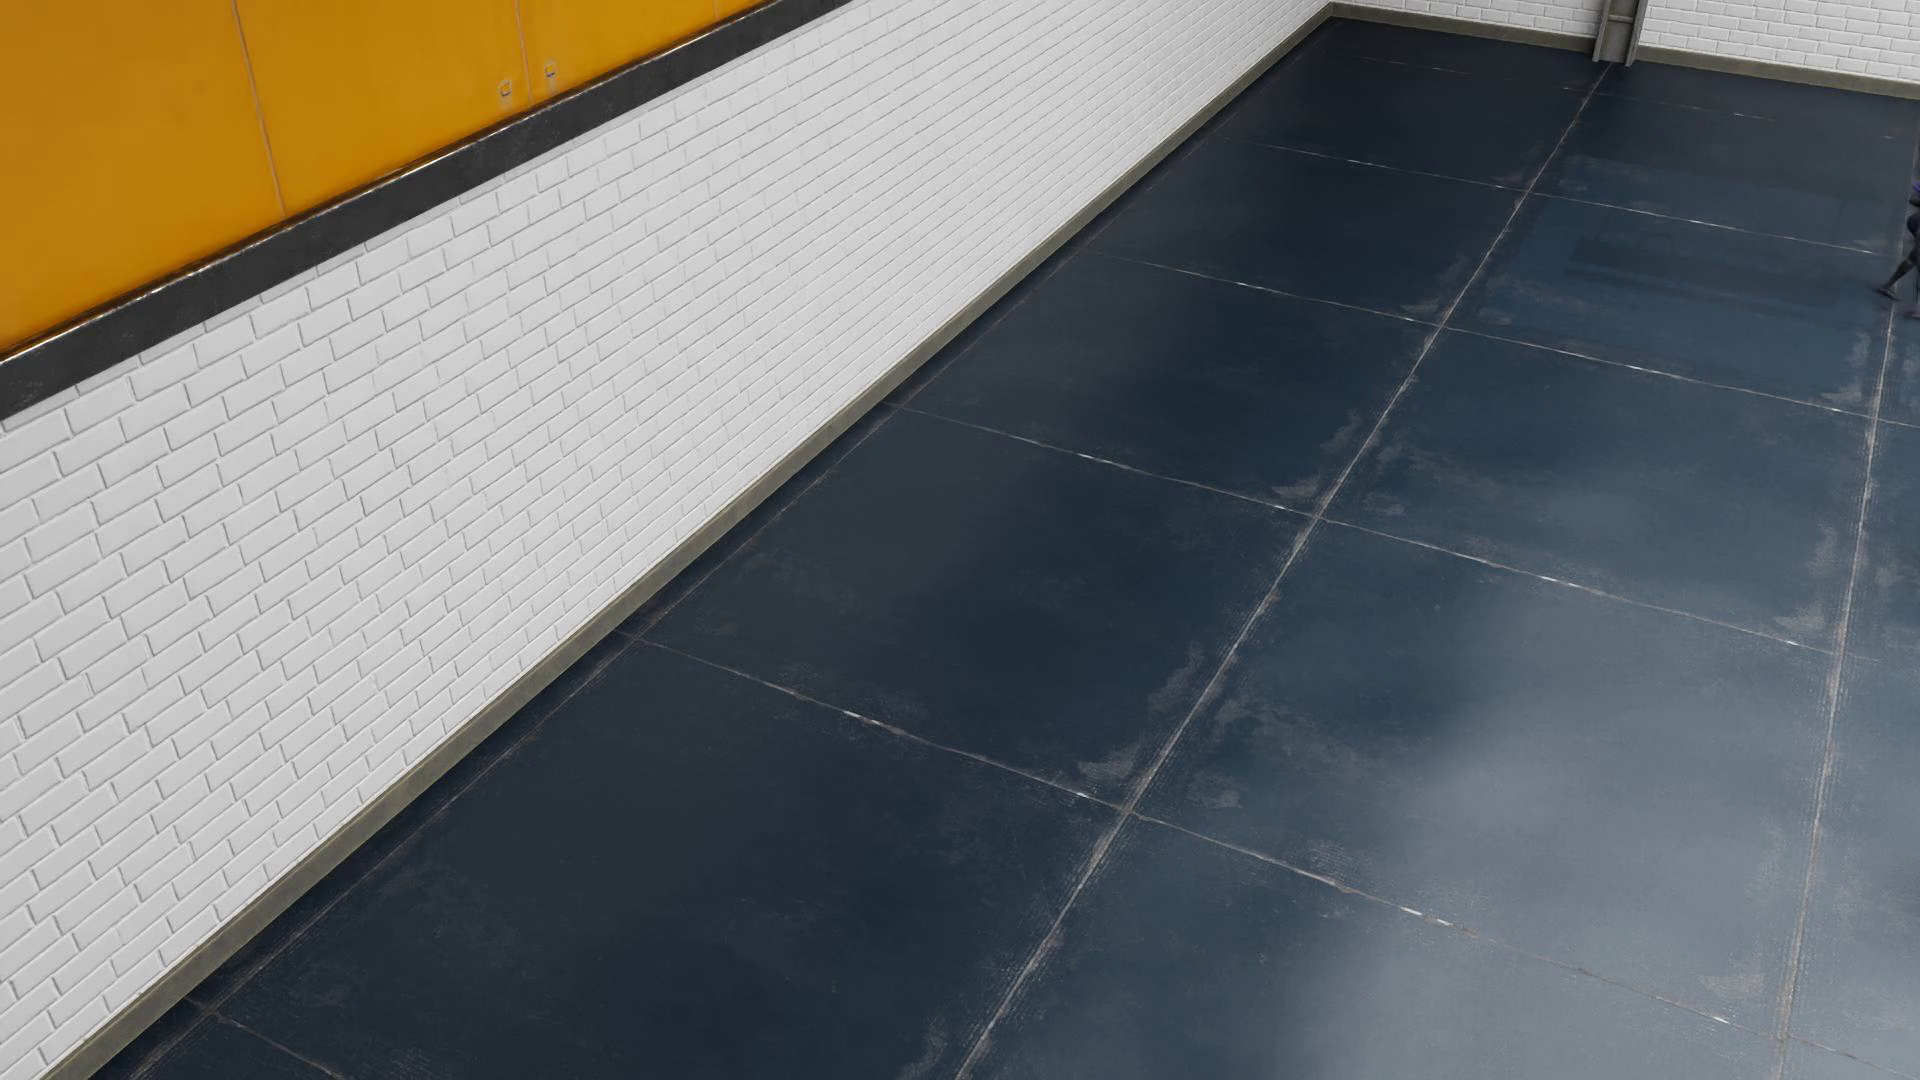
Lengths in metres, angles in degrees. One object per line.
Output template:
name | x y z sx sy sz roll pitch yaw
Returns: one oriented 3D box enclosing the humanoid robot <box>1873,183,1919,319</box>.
humanoid robot | 7.344 -2.484 12.436 0.624 1.639 0.611 -25 41 -32
